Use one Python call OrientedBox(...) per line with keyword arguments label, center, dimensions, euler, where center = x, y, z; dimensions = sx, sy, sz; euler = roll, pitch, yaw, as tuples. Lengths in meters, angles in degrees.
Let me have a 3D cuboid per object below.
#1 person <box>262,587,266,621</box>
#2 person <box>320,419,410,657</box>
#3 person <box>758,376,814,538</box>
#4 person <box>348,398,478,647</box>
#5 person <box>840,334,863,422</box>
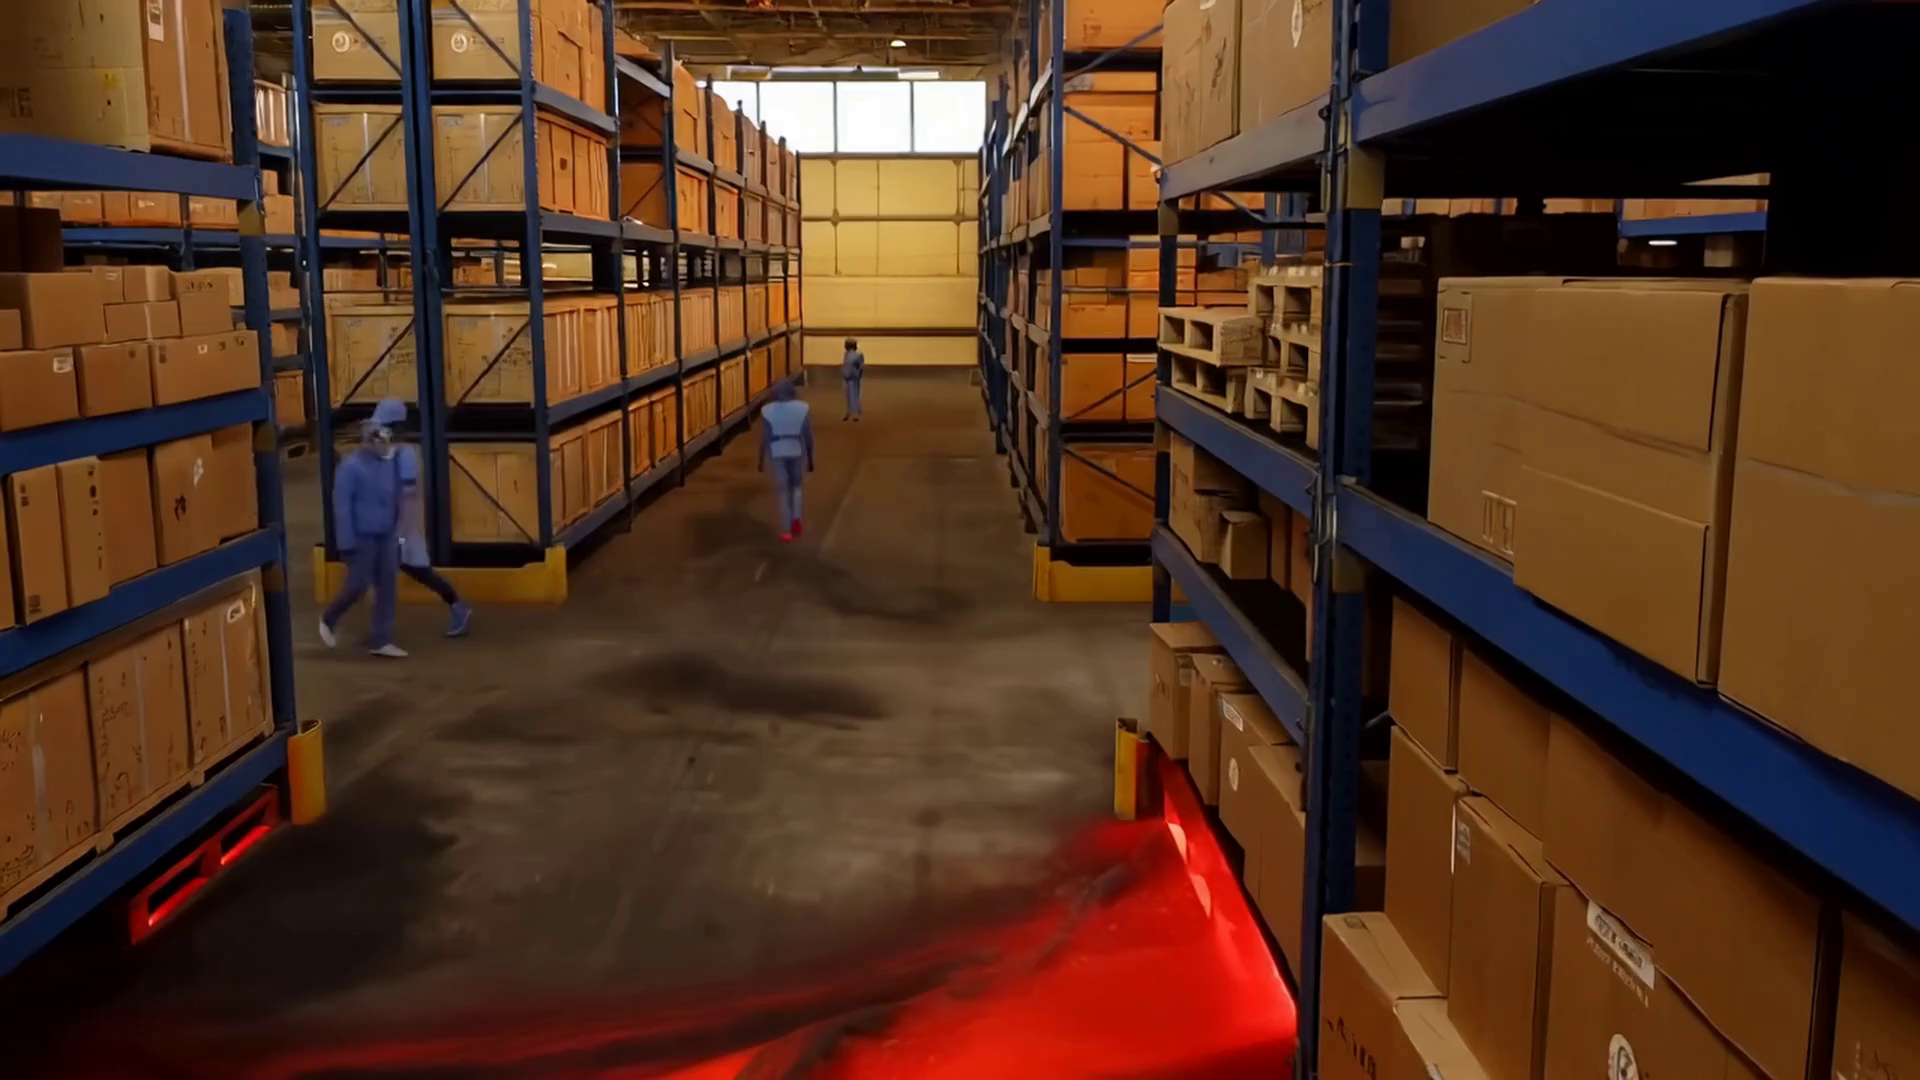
OrientedBox(label="person", center=(-6.333, -0.198, 14.259), dimensions=(1.039, 1.855, 0.654), euler=(0, 9, 0))
OrientedBox(label="person", center=(-4.690, -0.015, 13.050), dimensions=(0.750, 1.869, 0.672), euler=(5, 10, 26))
OrientedBox(label="person", center=(-1.979, -0.943, 18.843), dimensions=(0.613, 1.823, 0.567), euler=(-2, 10, -14))
OrientedBox(label="person", center=(-4.460, -0.156, 13.498), dimensions=(0.987, 2.013, 0.611), euler=(-7, 11, -35))
OrientedBox(label="person", center=(-2.151, -3.211, 33.020), dimensions=(0.484, 1.744, 0.296), euler=(6, 11, 34))
